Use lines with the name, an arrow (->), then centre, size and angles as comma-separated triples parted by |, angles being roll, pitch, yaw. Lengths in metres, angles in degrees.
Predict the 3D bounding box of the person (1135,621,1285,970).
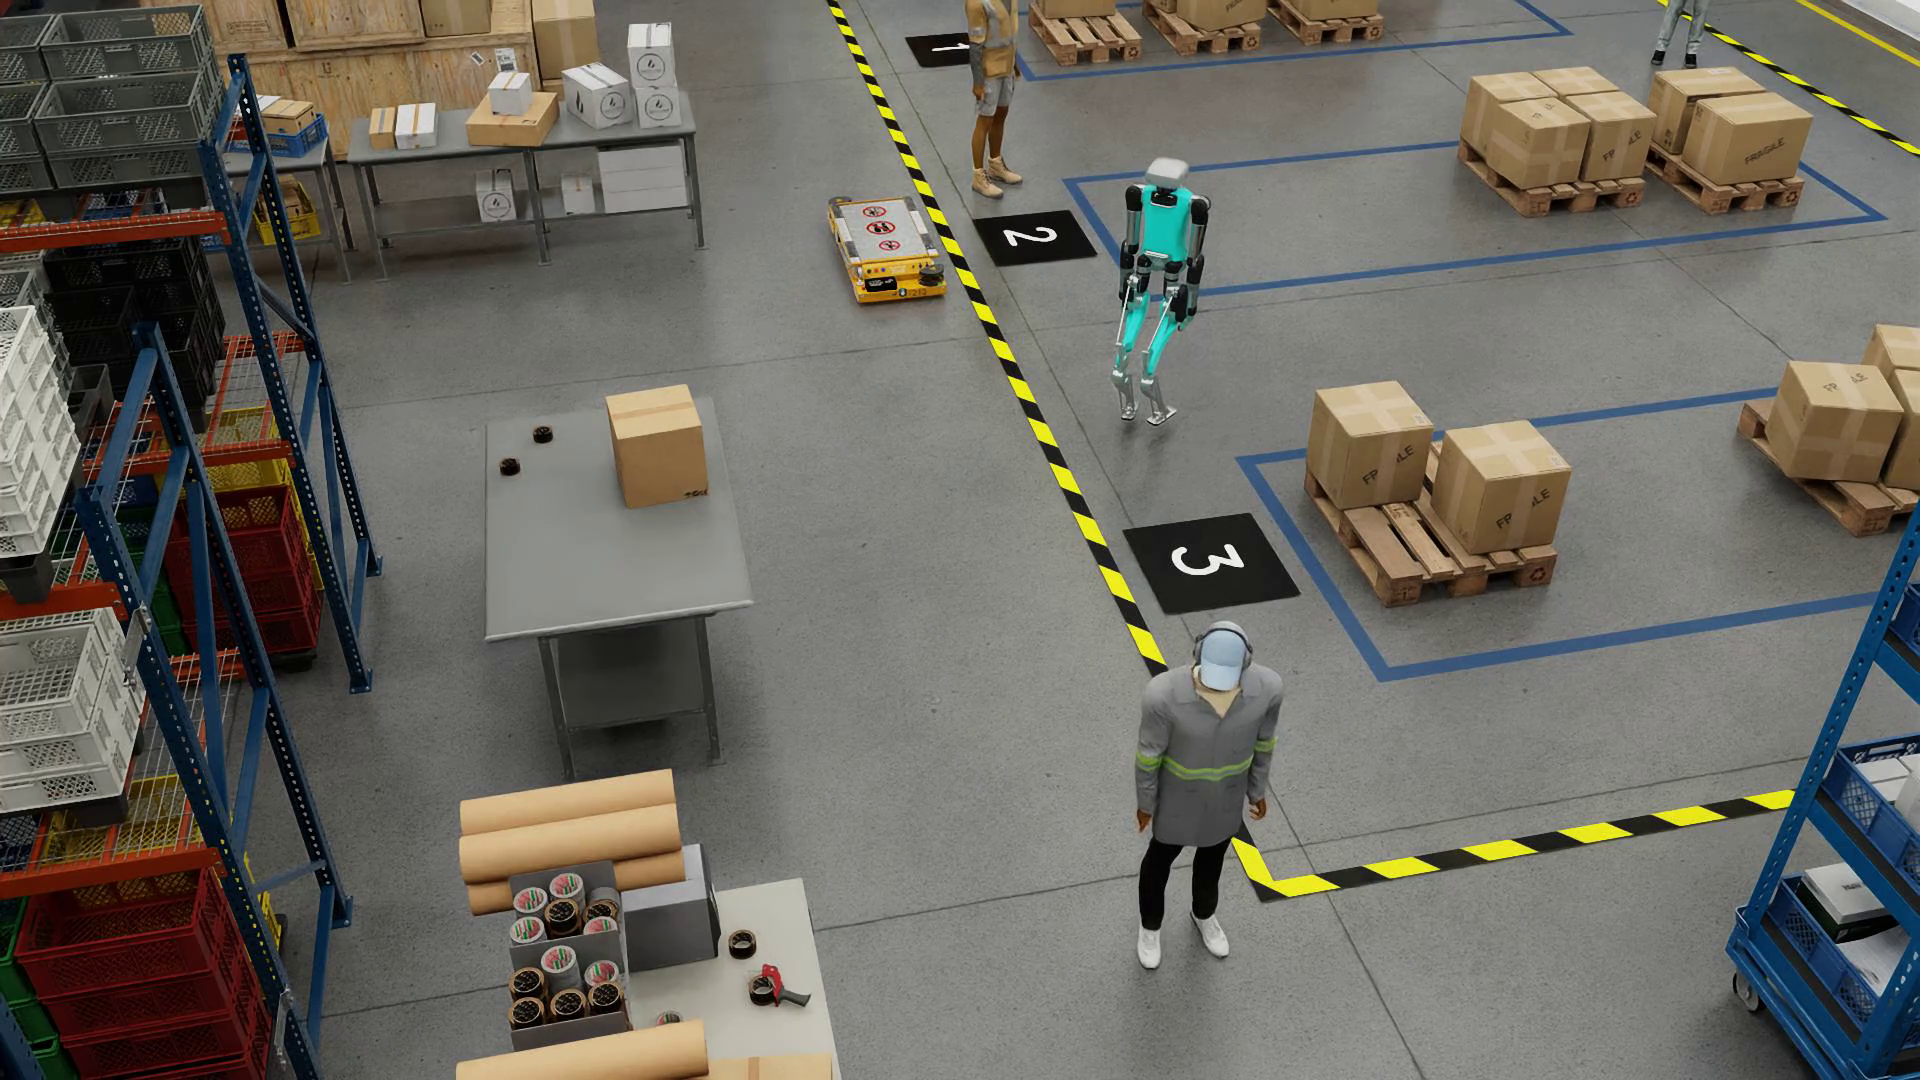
person -> 1.001, 1.047, 6.824 | 0.589, 1.848, 0.406 | -5, 37, -7

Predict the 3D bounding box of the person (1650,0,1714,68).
person -> 6.834, -5.283, 15.346 | 0.598, 1.827, 0.404 | 11, 38, 14

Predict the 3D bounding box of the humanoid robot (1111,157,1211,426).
humanoid robot -> 1.136, -1.432, 10.132 | 0.533, 1.681, 0.735 | 17, 40, 22

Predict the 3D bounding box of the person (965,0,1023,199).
person -> 0.291, -3.715, 13.057 | 0.357, 2.047, 0.613 | 21, 42, 26

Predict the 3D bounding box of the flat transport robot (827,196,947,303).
flat transport robot -> -0.570, -2.220, 12.538 | 0.659, 0.231, 1.431 | -8, 37, -10
